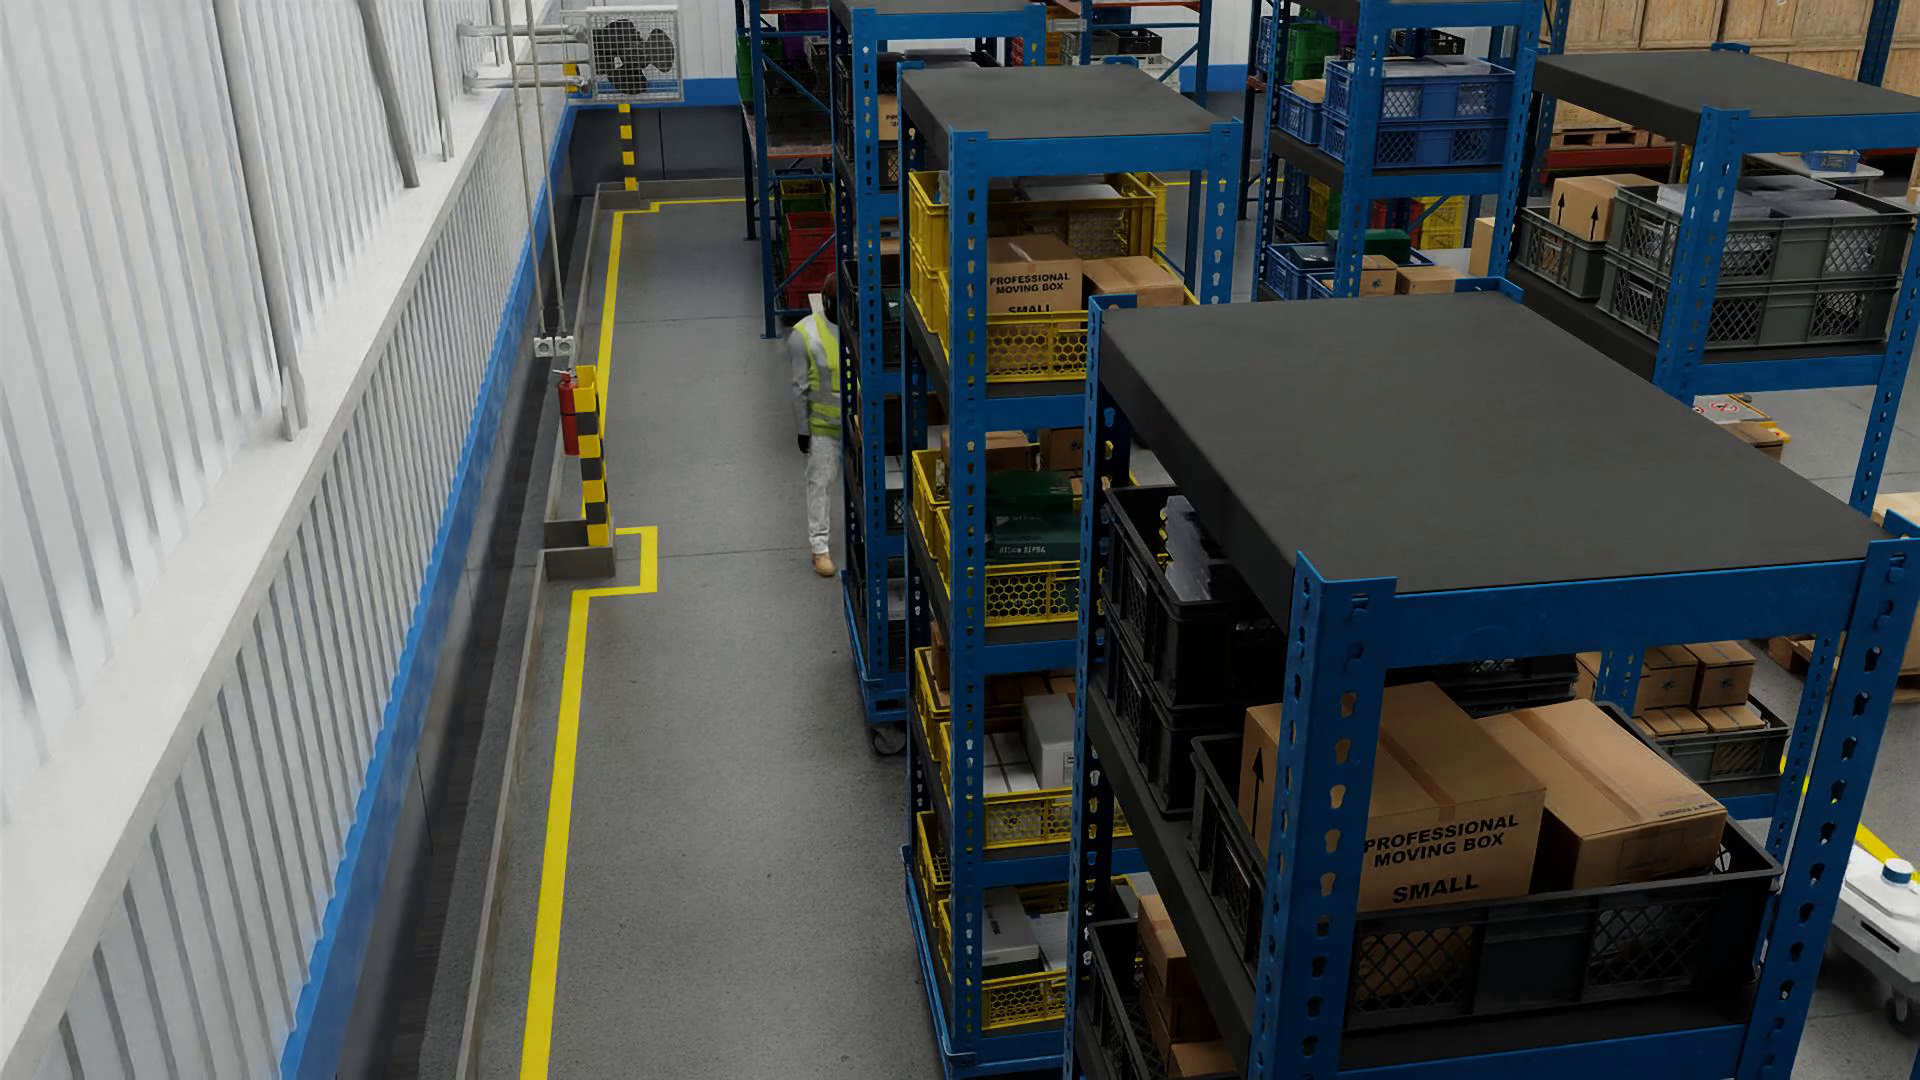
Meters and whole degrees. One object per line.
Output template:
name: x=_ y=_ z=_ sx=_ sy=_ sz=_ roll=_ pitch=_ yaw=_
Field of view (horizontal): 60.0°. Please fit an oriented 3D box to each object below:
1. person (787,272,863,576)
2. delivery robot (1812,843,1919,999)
person: x=-0.699 y=-0.700 z=9.920 sx=0.620 sy=1.845 sz=0.425 roll=-13 pitch=28 yaw=-27
delivery robot: x=3.666 y=1.487 z=6.587 sx=0.477 sy=0.478 sz=0.707 roll=-9 pitch=26 yaw=-18
